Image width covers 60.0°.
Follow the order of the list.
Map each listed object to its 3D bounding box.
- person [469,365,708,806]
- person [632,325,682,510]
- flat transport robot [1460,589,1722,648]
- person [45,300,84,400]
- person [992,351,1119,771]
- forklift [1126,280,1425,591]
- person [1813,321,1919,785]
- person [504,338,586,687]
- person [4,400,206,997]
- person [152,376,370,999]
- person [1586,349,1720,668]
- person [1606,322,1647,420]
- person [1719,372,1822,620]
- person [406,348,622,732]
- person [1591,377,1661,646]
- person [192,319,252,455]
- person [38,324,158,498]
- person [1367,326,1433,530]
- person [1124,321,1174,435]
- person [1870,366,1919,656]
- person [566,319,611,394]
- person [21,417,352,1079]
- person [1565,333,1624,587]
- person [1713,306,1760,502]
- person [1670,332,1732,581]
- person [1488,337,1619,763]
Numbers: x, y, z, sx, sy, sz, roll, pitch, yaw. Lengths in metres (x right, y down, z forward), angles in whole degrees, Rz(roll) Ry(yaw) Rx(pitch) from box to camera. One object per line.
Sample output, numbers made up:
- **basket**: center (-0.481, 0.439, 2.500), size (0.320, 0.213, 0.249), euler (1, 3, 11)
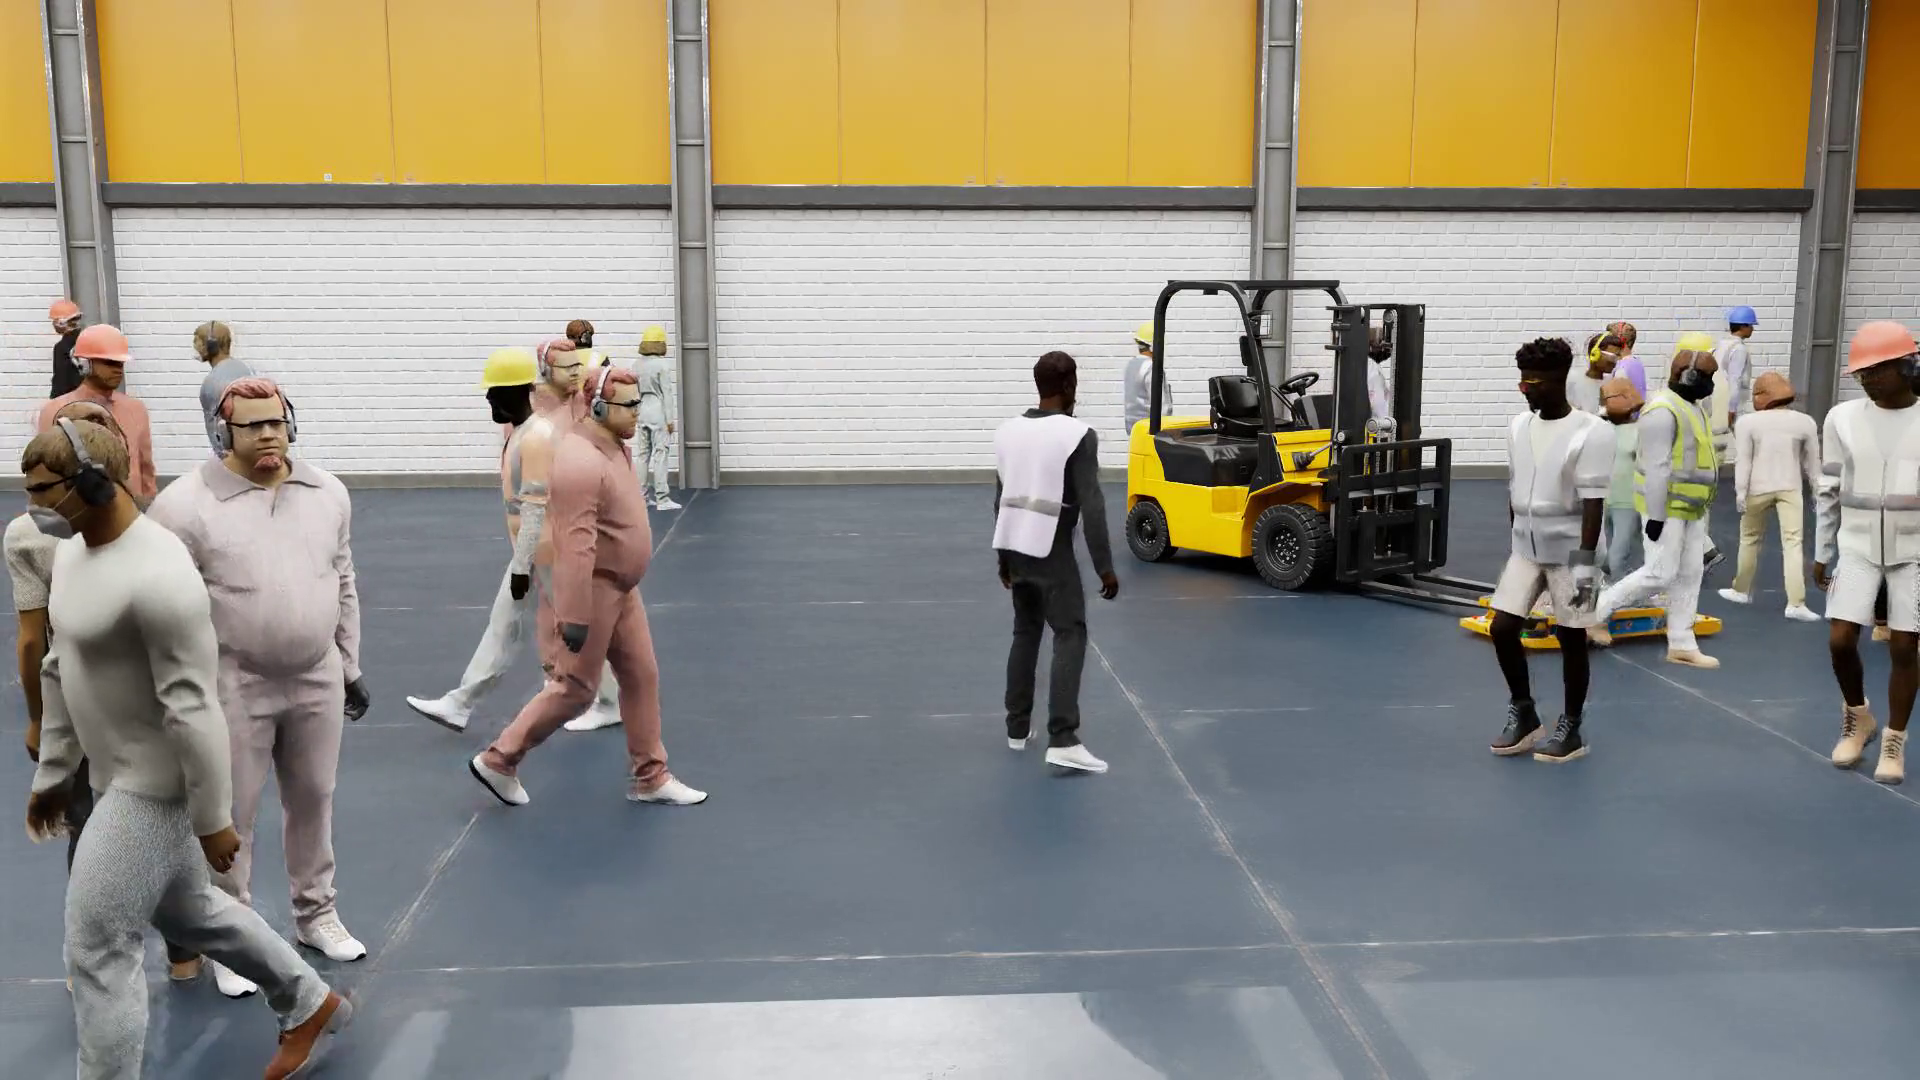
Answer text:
- **person**: center (-1.553, 0.211, 6.826), size (0.895, 1.866, 0.679), euler (1, 9, 4)
- **person**: center (-2.878, -1.154, 15.738), size (0.492, 1.742, 0.318), euler (6, 11, 34)
- **flat transport robot**: center (3.869, 0.461, 10.203), size (1.431, 0.197, 0.652), euler (-3, 10, -19)
- **person**: center (-8.525, -1.304, 15.930), size (0.548, 1.975, 0.652), euler (0, 9, -3)
- **person**: center (0.405, 0.083, 7.604), size (0.582, 1.870, 0.809), euler (-8, 12, -43)
- **forklift**: center (2.301, -0.860, 12.475), size (1.214, 2.155, 2.313), euler (-6, 11, -35)
- **person**: center (4.030, 0.065, 7.245), size (0.610, 2.010, 0.422), euler (8, 12, 40)
- **person**: center (-2.068, -0.110, 8.718), size (0.434, 1.890, 0.662), euler (5, 10, 29)
- **person**: center (-2.576, 0.497, 5.057), size (0.508, 1.845, 0.345), euler (-7, 11, -35)
- **person**: center (-2.152, 0.442, 5.202), size (0.403, 1.906, 0.651), euler (8, 12, 41)
- **person**: center (3.983, -0.185, 9.473), size (0.687, 1.813, 0.634), euler (8, 12, 43)
- **person**: center (5.285, -0.810, 13.257), size (0.373, 1.843, 0.572), euler (5, 10, 28)
- **person**: center (5.356, -0.302, 10.898), size (0.557, 1.582, 0.803), euler (3, 9, 17)
- **person**: center (-2.091, 0.034, 7.885), size (1.035, 1.860, 0.609), euler (-4, 10, -23)
- **person**: center (4.047, -0.182, 10.043), size (0.627, 1.606, 0.521), euler (-4, 10, -21)
- **person**: center (-4.762, -0.515, 11.145), size (0.638, 1.926, 0.657), euler (-1, 9, -5)
- **person**: center (-4.396, -0.106, 8.439), size (0.660, 1.970, 0.626), euler (4, 10, 23)
- **person**: center (3.388, -0.826, 13.514), size (0.985, 1.788, 0.619), euler (2, 9, 15)
- **person**: center (1.593, -0.926, 14.024), size (0.403, 1.832, 0.595), euler (-2, 9, -15)
- **person**: center (5.587, -0.179, 9.749), size (0.318, 1.700, 0.535), euler (1, 9, 4)
- **person**: center (-3.234, -0.969, 14.284), size (0.619, 1.839, 0.430), euler (2, 9, 9)
- **person**: center (-2.013, 0.614, 4.255), size (0.938, 1.890, 0.623), euler (-8, 12, -41)
- **person**: center (4.386, -0.547, 11.747), size (0.540, 1.827, 0.949), euler (-1, 9, -5)
- **person**: center (7.552, -1.294, 16.096), size (0.929, 1.908, 0.622), euler (0, 9, 2)
- **person**: center (5.278, -0.583, 11.932), size (0.621, 1.810, 0.436), euler (-7, 12, -38)
- **person**: center (2.654, 0.063, 7.496), size (0.570, 1.938, 0.637), euler (-6, 11, -34)
